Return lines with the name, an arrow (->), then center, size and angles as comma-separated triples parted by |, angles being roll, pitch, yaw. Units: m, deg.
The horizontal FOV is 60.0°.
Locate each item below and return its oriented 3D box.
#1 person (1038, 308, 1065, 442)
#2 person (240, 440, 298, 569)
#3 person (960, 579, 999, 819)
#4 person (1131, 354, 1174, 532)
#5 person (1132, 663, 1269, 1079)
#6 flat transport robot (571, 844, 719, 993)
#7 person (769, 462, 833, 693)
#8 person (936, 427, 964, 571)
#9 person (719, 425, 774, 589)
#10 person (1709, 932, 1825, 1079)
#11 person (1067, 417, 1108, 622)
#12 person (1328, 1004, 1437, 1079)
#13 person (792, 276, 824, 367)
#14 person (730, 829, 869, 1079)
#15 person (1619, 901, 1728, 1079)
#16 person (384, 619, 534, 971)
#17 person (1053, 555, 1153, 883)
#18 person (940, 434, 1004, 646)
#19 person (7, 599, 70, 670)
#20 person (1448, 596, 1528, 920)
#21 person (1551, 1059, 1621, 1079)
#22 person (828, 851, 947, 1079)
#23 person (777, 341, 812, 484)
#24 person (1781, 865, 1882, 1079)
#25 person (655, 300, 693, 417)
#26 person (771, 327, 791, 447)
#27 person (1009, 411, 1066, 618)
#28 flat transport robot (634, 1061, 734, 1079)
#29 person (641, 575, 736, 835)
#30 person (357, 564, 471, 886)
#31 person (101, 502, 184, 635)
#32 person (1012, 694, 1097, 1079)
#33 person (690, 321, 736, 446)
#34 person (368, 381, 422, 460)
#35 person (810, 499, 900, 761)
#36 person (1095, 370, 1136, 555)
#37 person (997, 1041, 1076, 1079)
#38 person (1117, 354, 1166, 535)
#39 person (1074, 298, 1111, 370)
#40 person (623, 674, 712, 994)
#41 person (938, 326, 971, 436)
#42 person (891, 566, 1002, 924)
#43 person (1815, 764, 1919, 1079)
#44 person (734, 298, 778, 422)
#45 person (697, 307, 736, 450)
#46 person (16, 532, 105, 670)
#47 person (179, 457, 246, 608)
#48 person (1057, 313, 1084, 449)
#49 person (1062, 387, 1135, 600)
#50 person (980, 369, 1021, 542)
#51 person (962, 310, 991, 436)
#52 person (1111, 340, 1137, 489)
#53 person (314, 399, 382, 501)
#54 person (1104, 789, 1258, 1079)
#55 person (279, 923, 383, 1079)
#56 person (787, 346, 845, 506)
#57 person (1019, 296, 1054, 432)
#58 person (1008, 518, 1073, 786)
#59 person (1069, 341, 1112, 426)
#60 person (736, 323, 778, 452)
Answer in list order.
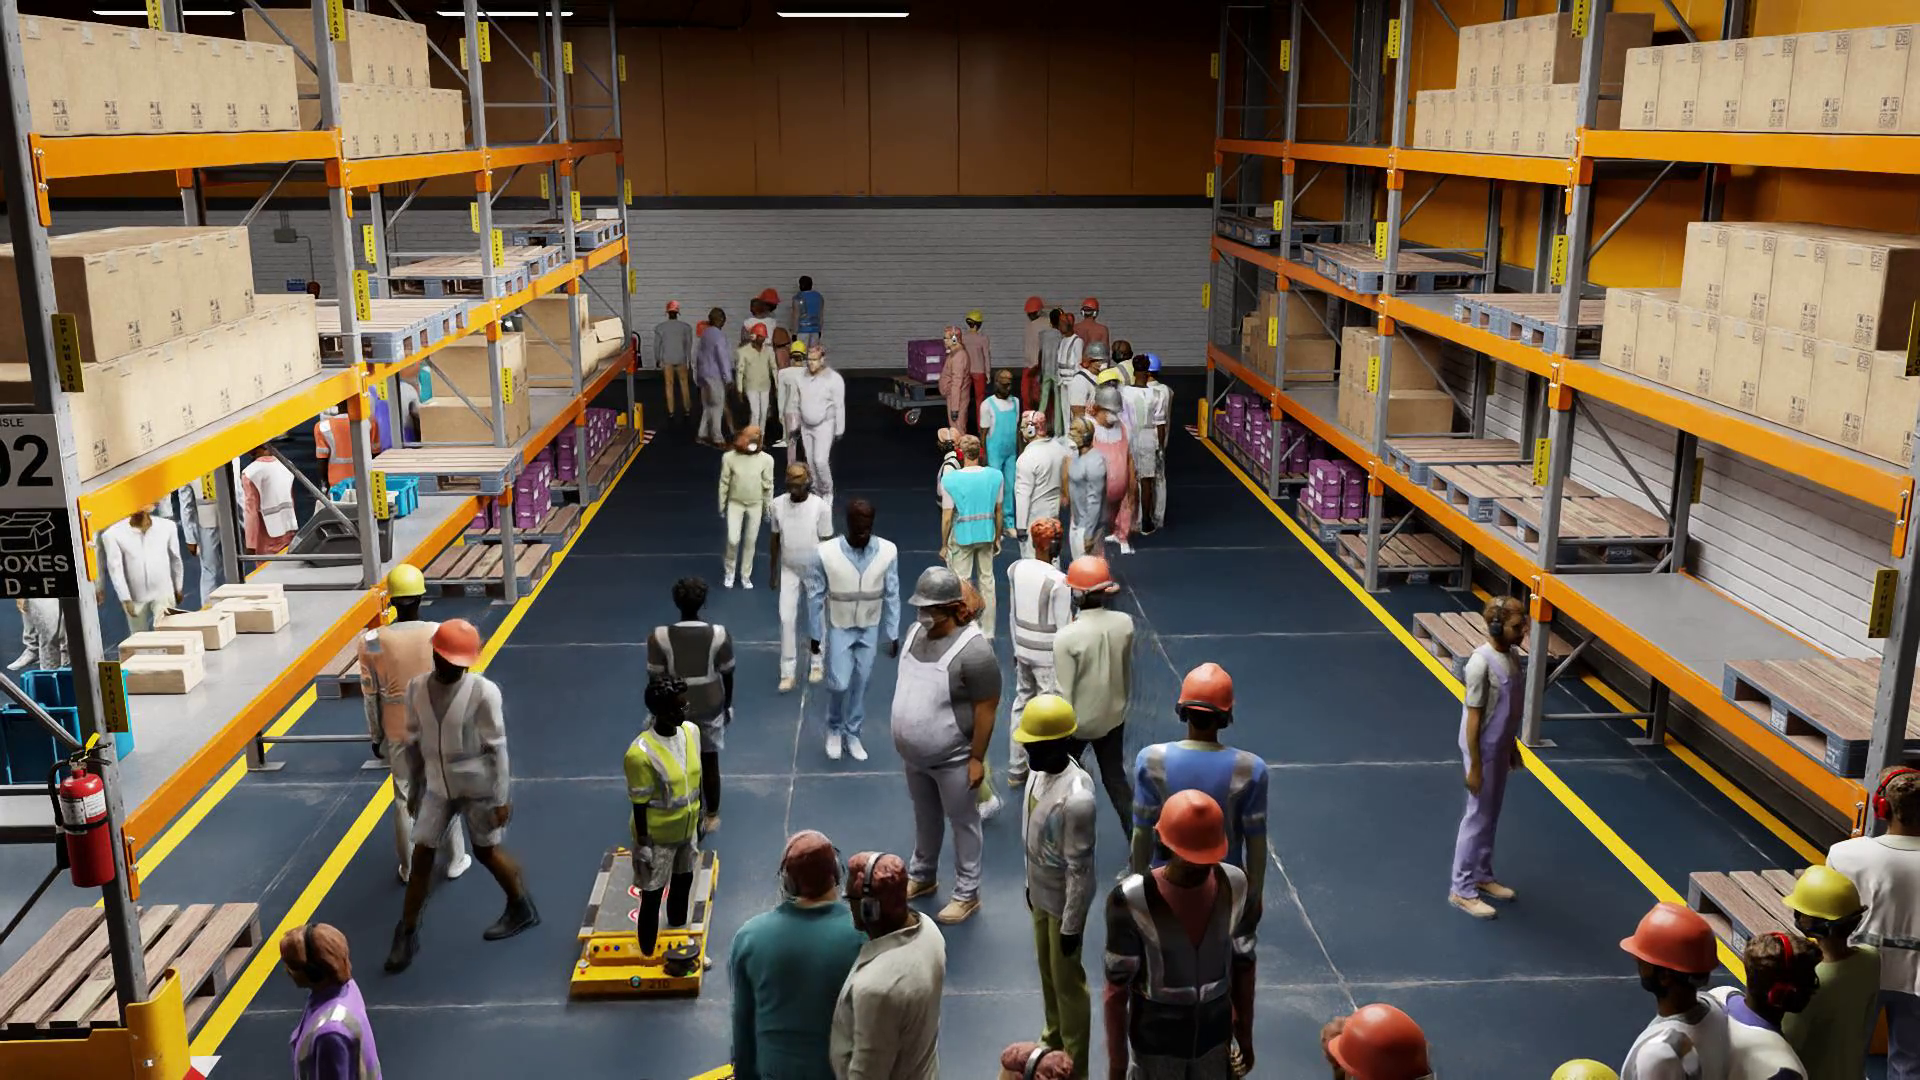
person -> 1.305, -2.275, 23.036 | 0.533, 1.857, 0.366 | 8, 16, 28
person -> -5.862, -0.047, 14.180 | 0.410, 1.908, 0.598 | 3, 15, 13
person -> 0.029, 1.036, 10.494 | 0.360, 1.614, 0.546 | -2, 14, -8
person -> 2.044, -1.046, 18.011 | 0.398, 1.944, 0.617 | 13, 19, 42
person -> 1.095, 1.549, 7.636 | 0.614, 2.040, 0.390 | 3, 15, 12
flat transport robot -> -1.711, 2.052, 9.192 | 0.652, 0.197, 1.431 | -1, 14, -4
person -> -1.252, 0.299, 12.984 | 0.564, 1.817, 0.763 | 2, 14, 6
person -> -0.069, -0.244, 15.497 | 0.314, 1.633, 0.518 | 3, 15, 10
person -> -2.019, -0.311, 15.795 | 0.520, 1.606, 0.394 | -3, 15, -10
person -> 2.608, 2.169, 5.597 | 0.373, 1.840, 0.570 | 0, 14, 1
person -> 1.093, -0.120, 14.421 | 0.376, 1.930, 0.630 | -2, 14, -9
person -> 1.197, 2.279, 4.865 | 0.608, 1.995, 0.377 | -11, 18, -37
person -> -2.568, -3.499, 27.848 | 0.625, 1.846, 0.429 | -13, 19, -42
person -> -0.526, 2.006, 6.235 | 0.648, 1.859, 0.772 | 4, 15, 15
person -> 2.318, 2.125, 5.583 | 0.362, 1.935, 0.553 | 12, 19, 39
person -> -2.706, 1.326, 8.854 | 0.605, 1.874, 0.730 | 3, 15, 13
person -> 0.806, 1.048, 9.773 | 0.623, 1.960, 0.991 | -9, 17, -33
person -> 0.102, 0.024, 14.031 | 0.564, 1.838, 0.390 | -6, 15, -21
person -> -7.530, 0.121, 13.488 | 0.587, 1.920, 0.391 | 4, 15, 15
person -> 3.013, 1.204, 9.378 | 0.376, 1.842, 0.535 | 11, 18, 37
person -> 1.714, 2.343, 4.748 | 0.589, 1.927, 0.388 | 2, 14, 8
person -> -0.274, 2.028, 6.055 | 0.403, 1.896, 0.654 | 4, 15, 14
person -> -1.970, -1.559, 20.388 | 0.535, 1.767, 0.316 | -2, 14, -6
person -> 3.180, 2.052, 6.229 | 0.526, 1.761, 0.341 | -7, 16, -27
person -> -4.284, -2.719, 24.975 | 0.573, 1.748, 0.362 | -3, 15, -13
person -> -2.434, -2.088, 22.722 | 0.280, 1.636, 0.501 | 1, 14, 4
person -> 0.675, -0.217, 14.864 | 0.400, 1.900, 0.648 | 10, 17, 35
flat transport robot -> -0.858, 2.604, 7.025 | 0.652, 0.197, 1.431 | -11, 18, -36
person -> -1.674, 1.046, 10.301 | 0.574, 1.696, 0.334 | -4, 15, -15
person -> -3.160, 1.080, 9.705 | 0.587, 1.928, 0.364 | -4, 15, -14
person -> -6.225, 0.403, 12.796 | 0.551, 1.699, 0.867 | -10, 18, -35
person -> 0.425, 1.616, 7.619 | 0.396, 1.920, 0.587 | -4, 15, -16
person -> -3.393, -2.194, 22.970 | 0.604, 1.718, 0.650 | 3, 15, 13
person -> -6.166, -1.085, 17.977 | 0.693, 2.000, 1.009 | -3, 15, -11
person -> -0.726, 0.620, 11.569 | 0.604, 1.896, 0.464 | -5, 15, -21
person -> 1.635, -0.807, 17.238 | 0.379, 1.875, 0.720 | -3, 15, -13
person -> 0.242, 2.343, 4.825 | 0.400, 1.898, 0.650 | 5, 15, 20
person -> 1.922, -1.027, 17.929 | 0.598, 1.958, 0.379 | 4, 15, 16
person -> 1.799, -2.363, 23.104 | 0.608, 1.987, 0.388 | 5, 15, 20
person -> -1.501, 1.492, 8.569 | 0.321, 1.689, 0.530 | 9, 17, 31
person -> -0.071, -1.722, 20.775 | 0.401, 1.899, 0.636 | 1, 14, 4
person -> -0.126, 1.131, 9.280 | 0.536, 2.000, 0.682 | -13, 19, -41
person -> 3.847, 1.837, 6.920 | 0.561, 1.836, 0.395 | 4, 15, 15
person -> -3.031, -2.683, 24.710 | 0.569, 1.806, 0.846 | -12, 19, -40
person -> -3.333, -2.171, 22.506 | 0.466, 1.922, 0.809 | -7, 16, -24
person -> -6.800, 0.354, 12.564 | 0.635, 1.932, 0.363 | -7, 16, -27
person -> -6.439, -0.100, 14.383 | 0.402, 1.908, 0.598 | 8, 17, 30
person -> 1.468, -2.114, 22.355 | 0.369, 1.879, 0.582 | -5, 15, -20
person -> 1.373, -0.483, 15.613 | 0.697, 2.000, 1.014 | -8, 16, -27
person -> 0.439, -0.900, 17.657 | 0.508, 1.840, 0.347 | -11, 18, -37
person -> 0.199, -2.364, 23.552 | 0.534, 1.766, 0.317 | 6, 16, 23
person -> 1.946, -1.482, 19.962 | 0.430, 1.837, 0.629 | 10, 17, 35
person -> -5.906, -0.581, 16.150 | 0.607, 1.966, 0.367 | -6, 16, -23
person -> 0.847, 1.891, 6.323 | 0.611, 2.032, 0.411 | -4, 15, -15
person -> -2.255, 2.155, 6.085 | 0.313, 1.629, 0.525 | -5, 15, -19
person -> -1.654, -1.279, 19.055 | 0.653, 1.890, 0.534 | 9, 17, 31
person -> 1.085, -2.495, 23.656 | 0.571, 1.964, 0.641 | -11, 18, -37
person -> 0.543, 0.774, 11.010 | 0.339, 1.878, 0.571 | -11, 18, -37
person -> 1.497, -1.207, 18.455 | 0.535, 2.000, 0.681 | 8, 16, 28
person -> -2.645, -2.032, 22.318 | 0.588, 1.719, 0.665 | -10, 17, -35
